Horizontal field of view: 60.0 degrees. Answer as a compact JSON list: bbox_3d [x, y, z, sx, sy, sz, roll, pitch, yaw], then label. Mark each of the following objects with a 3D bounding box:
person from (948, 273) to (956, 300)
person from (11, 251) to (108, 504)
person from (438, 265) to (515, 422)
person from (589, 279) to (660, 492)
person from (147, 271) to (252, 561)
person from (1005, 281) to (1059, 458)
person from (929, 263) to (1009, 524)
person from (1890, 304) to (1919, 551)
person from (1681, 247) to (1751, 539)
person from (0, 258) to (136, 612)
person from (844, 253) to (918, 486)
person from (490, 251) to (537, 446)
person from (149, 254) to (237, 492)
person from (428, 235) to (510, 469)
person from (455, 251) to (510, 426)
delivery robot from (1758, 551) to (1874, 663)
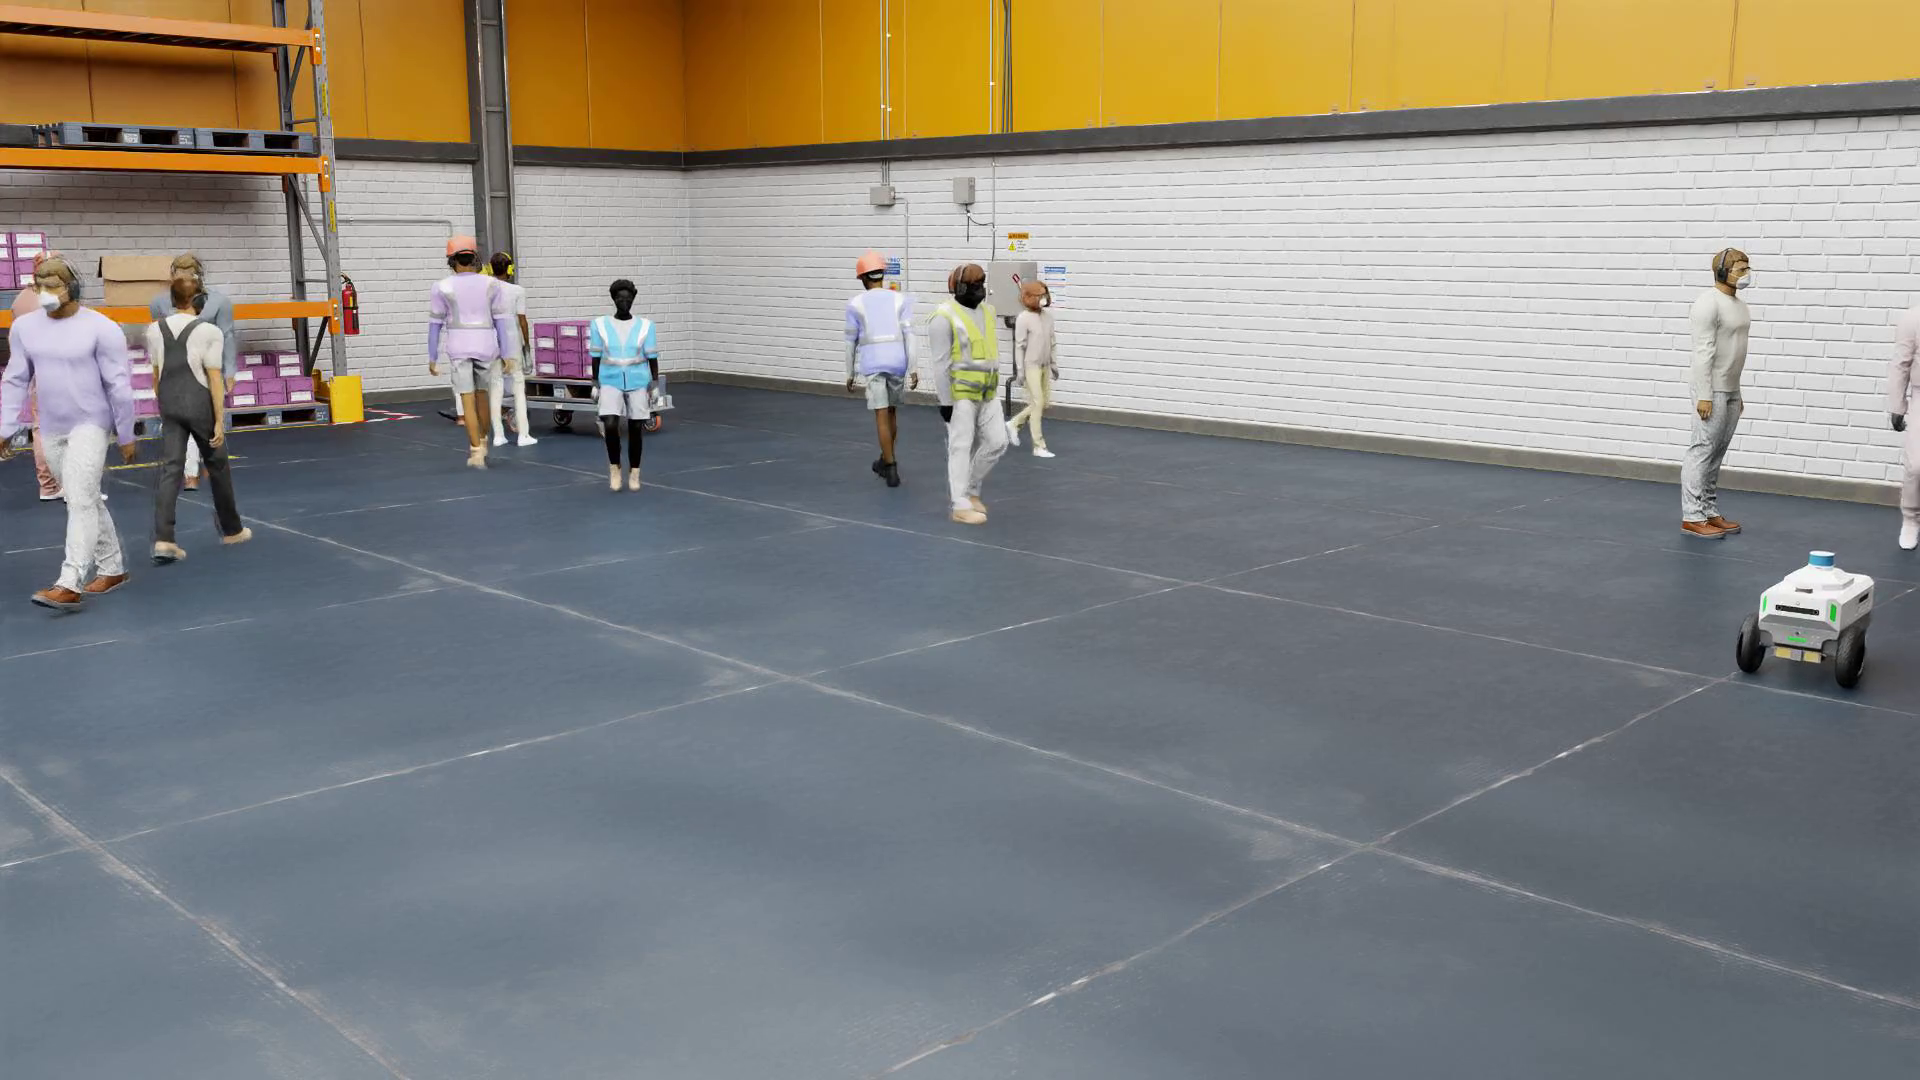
[{"bbox_3d":[-0.020,-2.011,17.596,0.307,1.644,0.514,2,11,10],"label":"person"},{"bbox_3d":[-6.828,-1.223,12.594,0.638,1.904,0.402,6,12,31],"label":"person"},{"bbox_3d":[-5.199,-2.126,18.023,0.909,1.715,0.530,-8,13,-36],"label":"person"},{"bbox_3d":[-2.619,-1.201,13.043,0.548,1.677,0.508,-2,11,-12],"label":"person"},{"bbox_3d":[-4.859,-0.782,10.487,0.531,1.805,0.956,0,10,2],"label":"person"},{"bbox_3d":[0.658,-1.577,15.308,0.591,1.613,0.510,9,14,39],"label":"person"},{"bbox_3d":[0.066,-1.017,11.667,0.446,1.829,0.658,9,14,41],"label":"person"},{"bbox_3d":[6.237,-0.831,10.492,0.654,1.893,0.441,5,11,24],"label":"person"},{"bbox_3d":[5.115,-0.989,11.214,0.372,1.940,0.632,10,14,43],"label":"person"},{"bbox_3d":[-4.884,-0.563,9.022,0.656,1.894,0.983,2,11,11],"label":"person"},{"bbox_3d":[-0.661,-1.406,13.678,0.557,1.865,0.917,-2,11,-13],"label":"person"},{"bbox_3d":[-4.376,-1.834,16.019,0.540,1.871,0.334,1,10,8],"label":"person"},{"bbox_3d":[-6.205,-1.377,13.515,0.627,1.880,1.066,-4,11,-20],"label":"person"},{"bbox_3d":[-4.325,-1.641,14.538,0.654,2.016,0.753,-7,12,-32],"label":"person"},{"bbox_3d":[-5.199,-2.175,17.912,0.609,1.845,0.932,3,11,13],"label":"person"},{"bbox_3d":[3.985,0.296,7.730,0.477,0.478,0.707,9,13,40],"label":"delivery robot"}]
